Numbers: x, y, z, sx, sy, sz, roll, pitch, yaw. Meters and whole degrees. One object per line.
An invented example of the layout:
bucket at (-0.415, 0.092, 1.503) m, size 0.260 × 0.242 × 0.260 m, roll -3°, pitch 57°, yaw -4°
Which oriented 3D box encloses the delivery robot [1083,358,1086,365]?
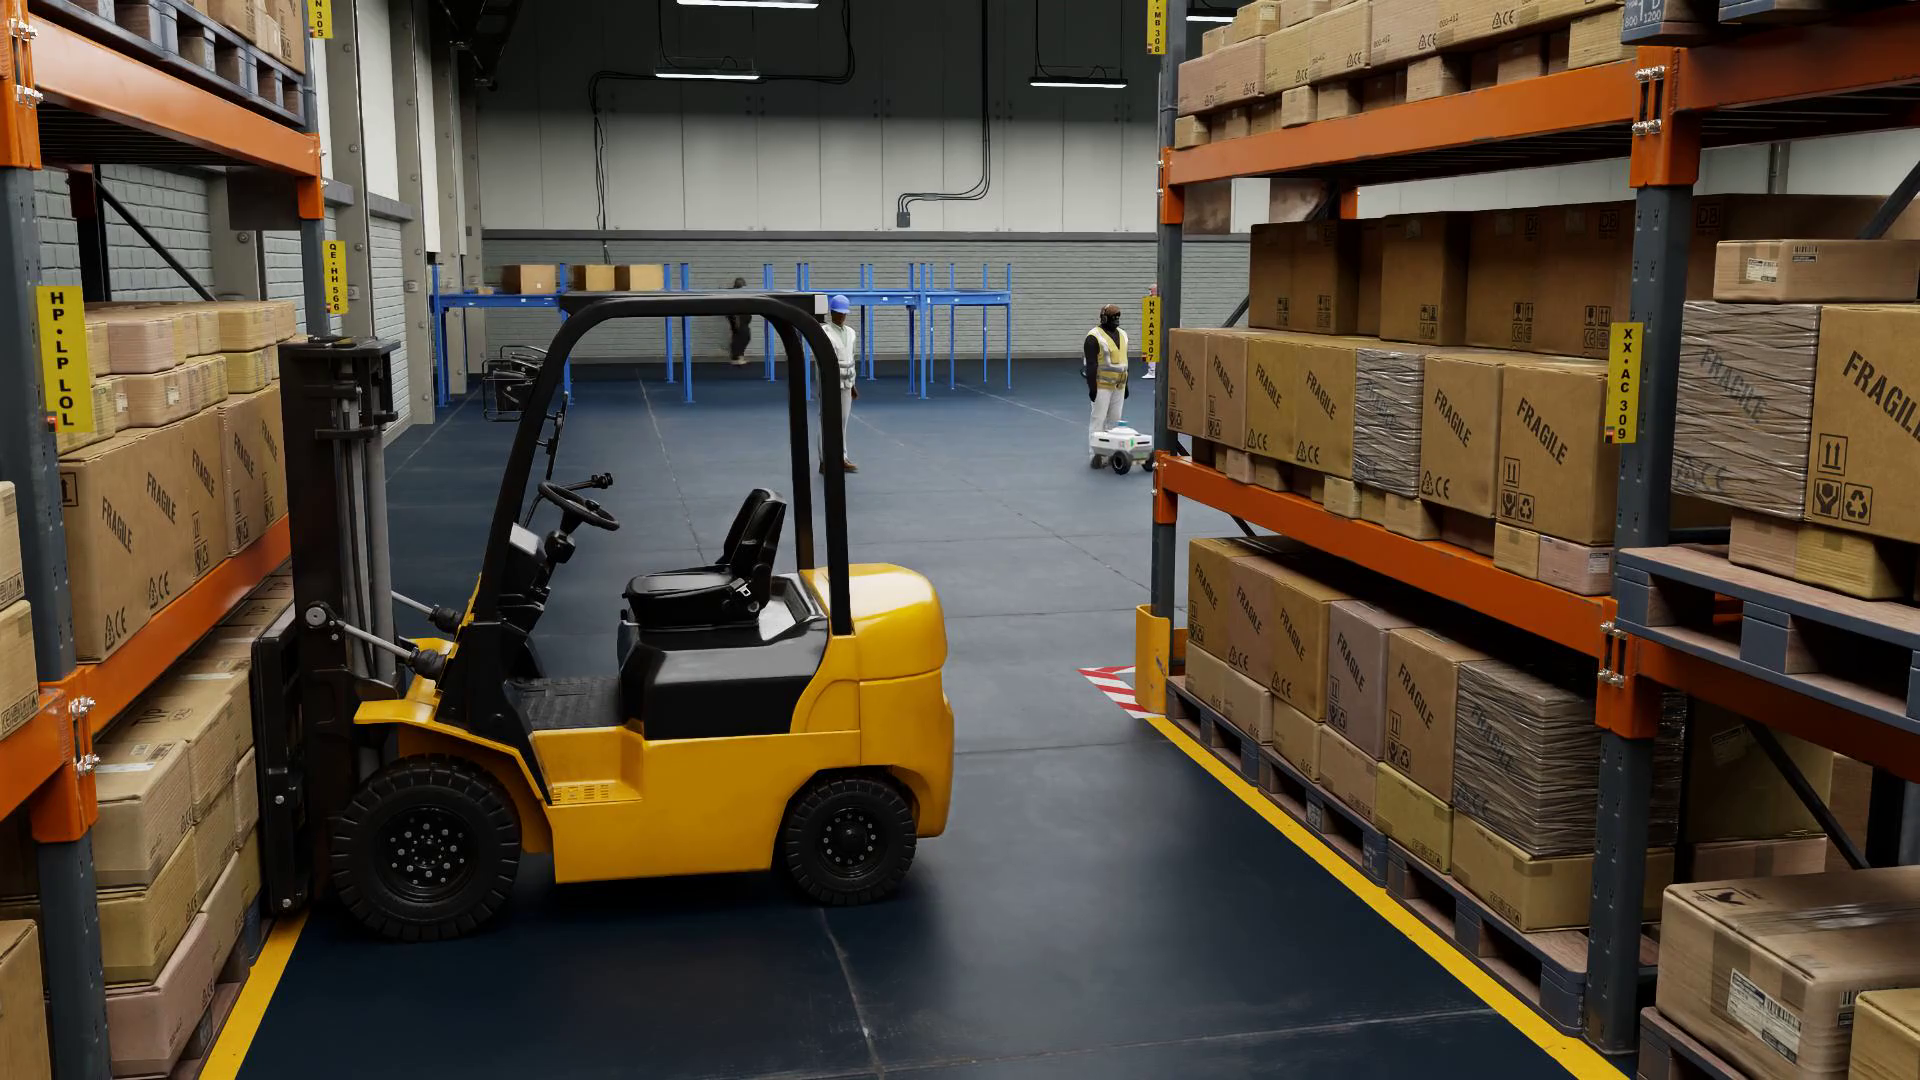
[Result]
delivery robot at (2.890, -3.615, 33.945) m, size 0.707 × 0.478 × 0.477 m, roll 5°, pitch 11°, yaw 30°

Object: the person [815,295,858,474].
person at (-1.348, -1.707, 18.254) m, size 0.402 × 1.942 × 0.603 m, roll 8°, pitch 12°, yaw 39°

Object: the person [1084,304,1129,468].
person at (1.683, -1.745, 18.833) m, size 0.619 × 1.836 × 0.431 m, roll -8°, pitch 12°, yaw -41°

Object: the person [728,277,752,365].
person at (-5.102, -5.076, 38.616) m, size 0.539 × 2.000 × 0.705 m, roll 1°, pitch 9°, yaw 3°

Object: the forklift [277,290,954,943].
forklift at (-1.179, 0.175, 6.143) m, size 2.313 × 2.155 × 1.214 m, roll -2°, pitch 10°, yaw -12°

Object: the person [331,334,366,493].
person at (-4.161, -0.458, 11.052) m, size 0.604 × 1.805 × 0.450 m, roll -8°, pitch 13°, yaw -42°

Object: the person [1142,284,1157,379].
person at (3.926, -4.211, 33.641) m, size 0.636 × 1.903 × 0.405 m, roll -7°, pitch 12°, yaw -37°

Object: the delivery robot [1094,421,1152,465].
delivery robot at (1.807, -1.079, 18.487) m, size 0.477 × 0.478 × 0.707 m, roll -6°, pitch 11°, yaw -34°
